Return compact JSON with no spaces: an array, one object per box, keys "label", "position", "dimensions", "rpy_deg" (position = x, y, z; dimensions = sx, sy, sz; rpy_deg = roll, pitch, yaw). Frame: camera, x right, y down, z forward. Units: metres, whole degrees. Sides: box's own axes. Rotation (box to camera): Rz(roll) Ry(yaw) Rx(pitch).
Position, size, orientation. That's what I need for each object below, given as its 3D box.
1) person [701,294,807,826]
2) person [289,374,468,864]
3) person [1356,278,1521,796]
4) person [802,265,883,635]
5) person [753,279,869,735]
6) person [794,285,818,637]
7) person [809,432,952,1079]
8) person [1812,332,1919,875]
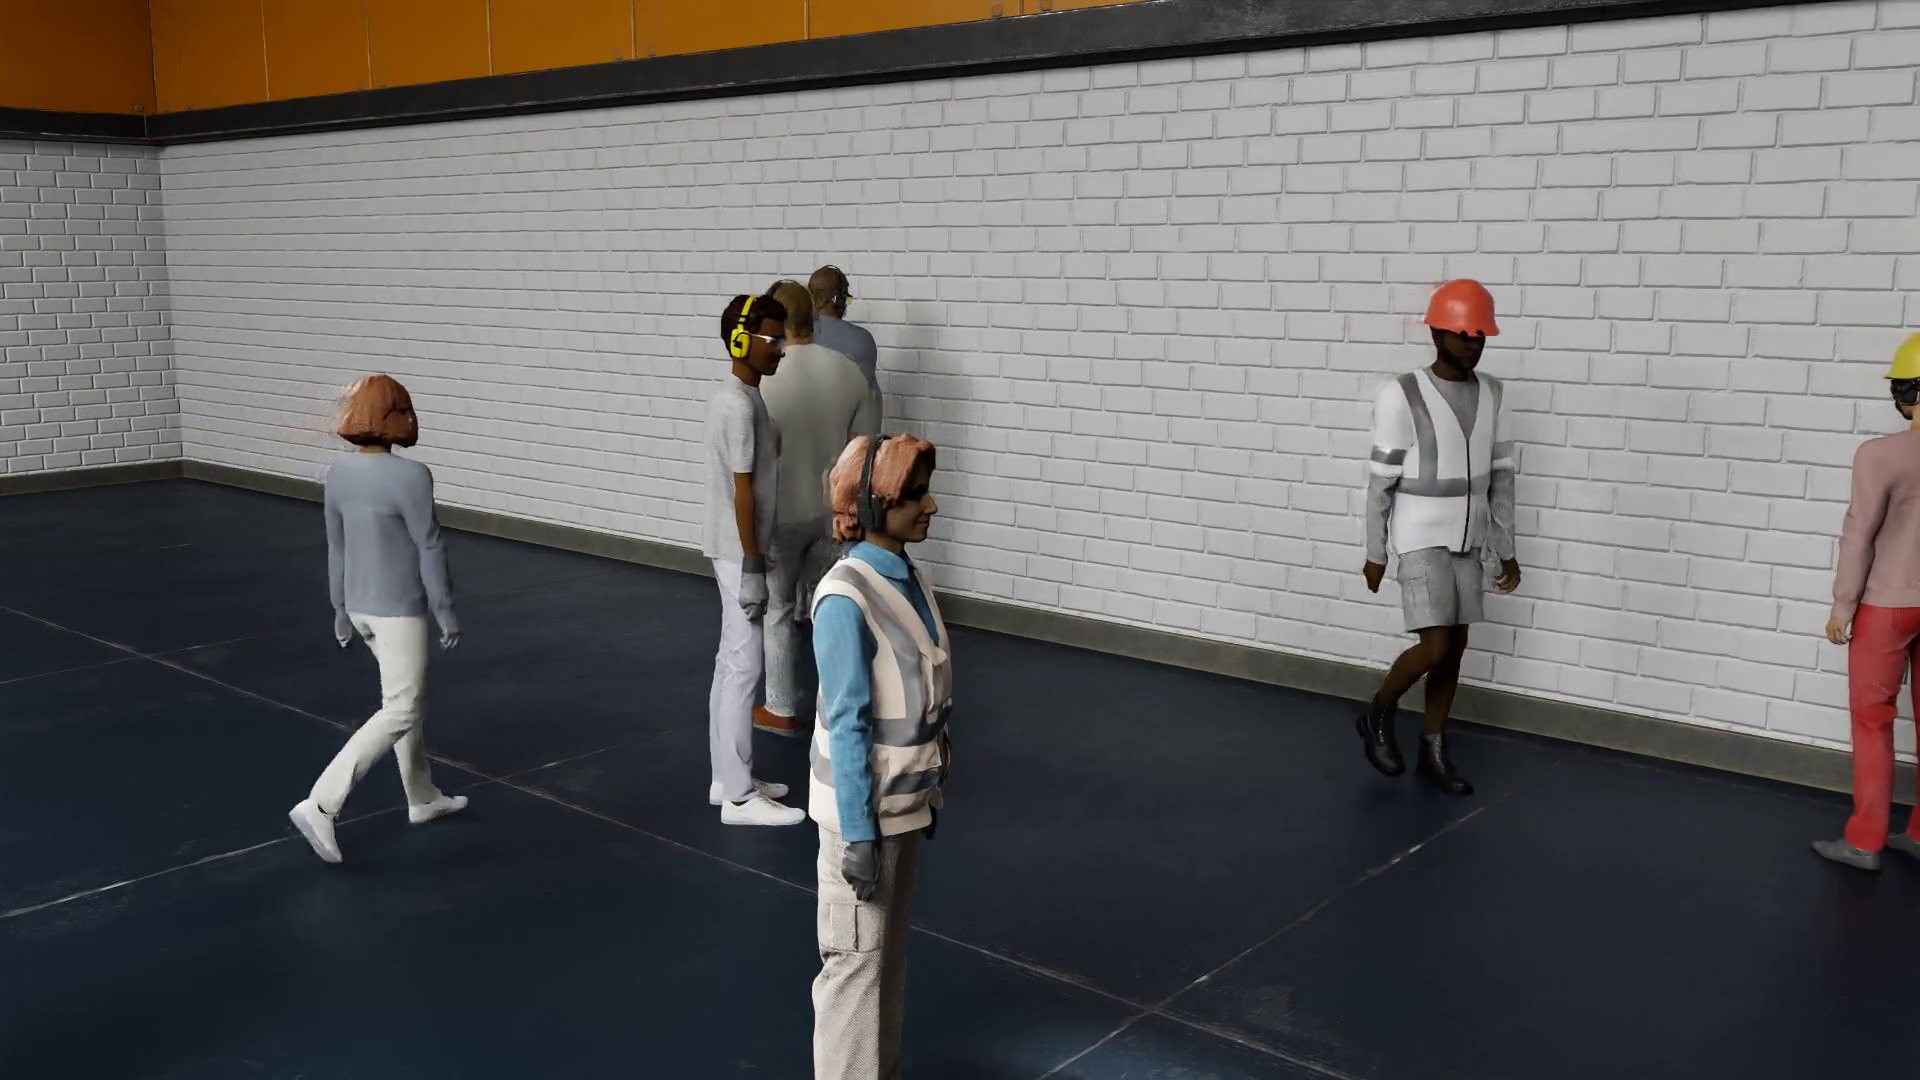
[{"label":"person","position":[-0.749,0.070,5.891],"dimensions":[0.330,1.864,0.512],"rpy_deg":[-2,10,-14]},{"label":"person","position":[-1.973,0.251,5.586],"dimensions":[0.504,1.606,0.726],"rpy_deg":[7,12,36]},{"label":"person","position":[1.782,0.005,6.127],"dimensions":[0.552,1.919,0.443],"rpy_deg":[-5,11,-24]},{"label":"person","position":[-0.685,-0.452,8.662],"dimensions":[0.627,1.933,0.371],"rpy_deg":[4,11,23]},{"label":"person","position":[-0.577,-0.084,6.659],"dimensions":[0.636,1.909,0.884],"rpy_deg":[-8,13,-39]},{"label":"person","position":[-0.799,-0.404,8.684],"dimensions":[0.591,1.829,0.404],"rpy_deg":[-4,11,-20]},{"label":"person","position":[-0.170,0.587,3.573],"dimensions":[0.311,1.642,0.513],"rpy_deg":[2,10,12]},{"label":"person","position":[3.082,0.206,5.421],"dimensions":[0.527,1.761,0.328],"rpy_deg":[-2,10,-12]}]
